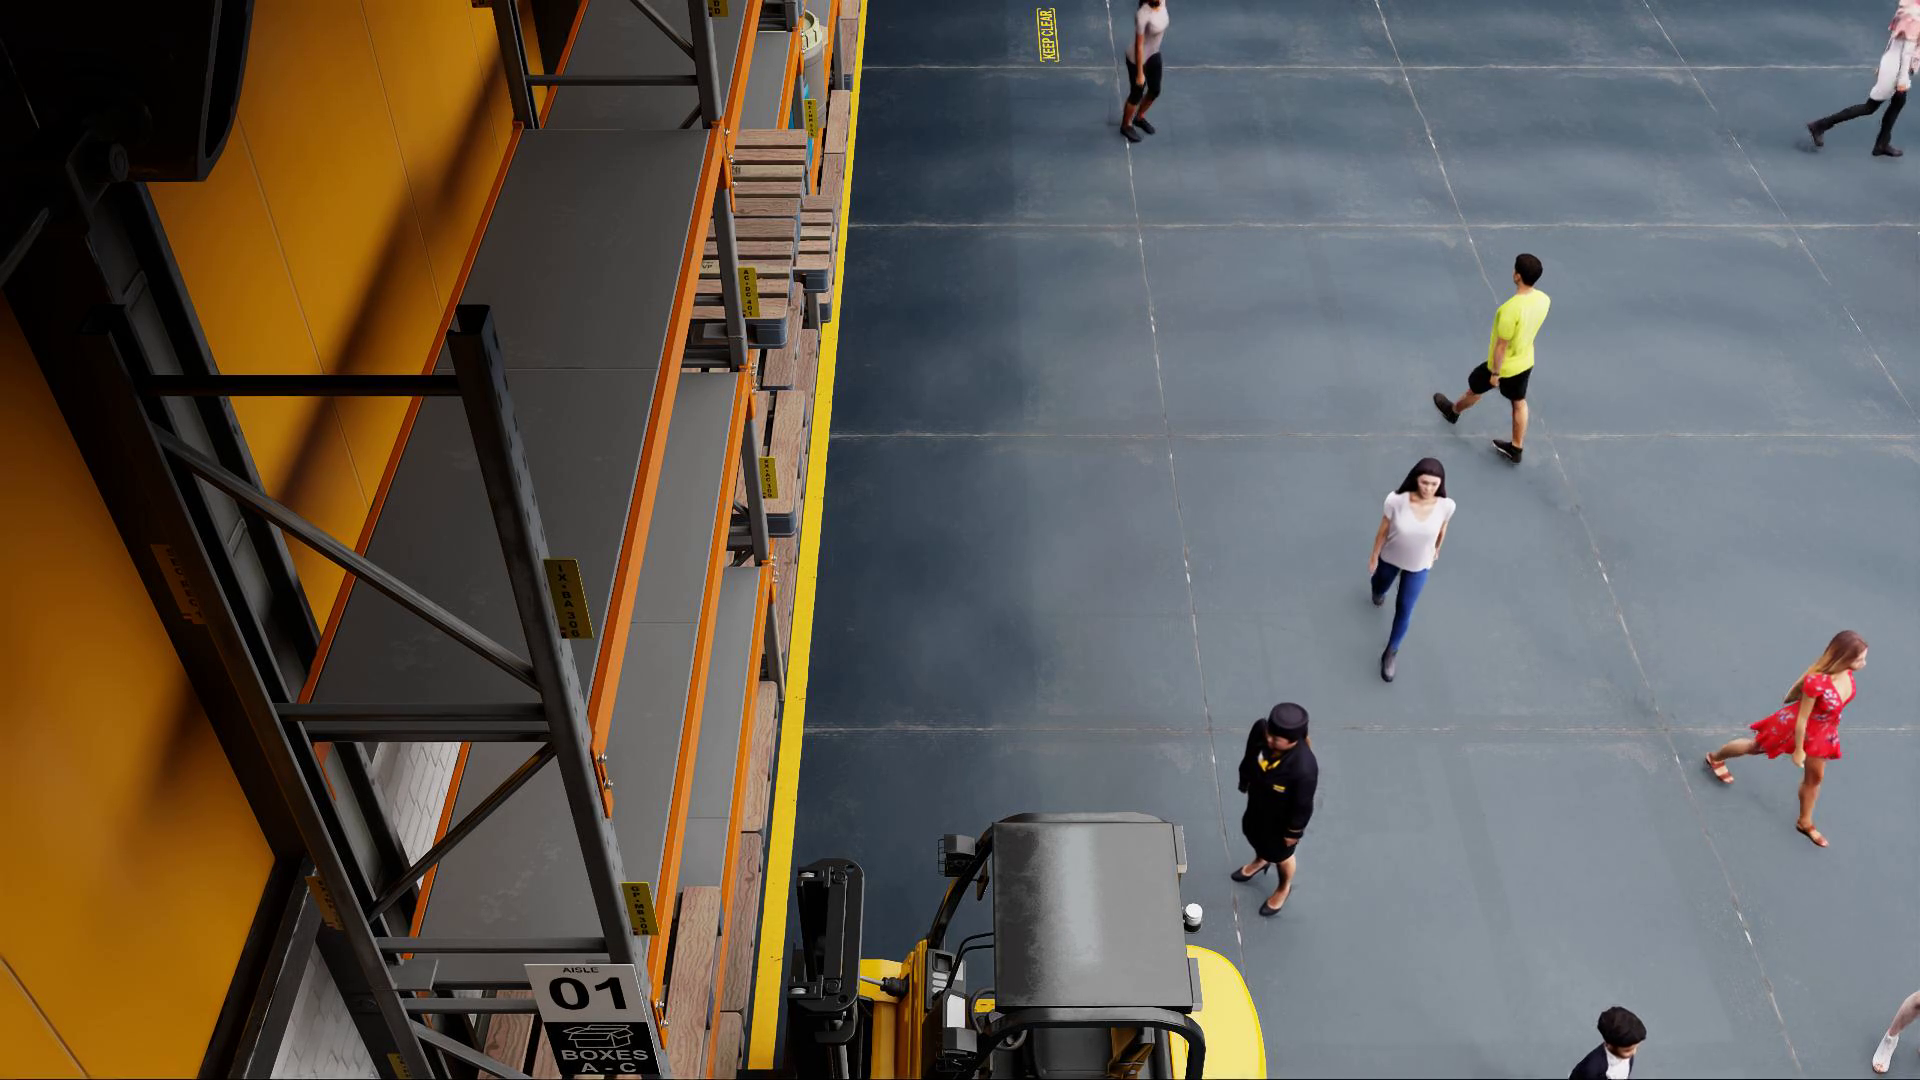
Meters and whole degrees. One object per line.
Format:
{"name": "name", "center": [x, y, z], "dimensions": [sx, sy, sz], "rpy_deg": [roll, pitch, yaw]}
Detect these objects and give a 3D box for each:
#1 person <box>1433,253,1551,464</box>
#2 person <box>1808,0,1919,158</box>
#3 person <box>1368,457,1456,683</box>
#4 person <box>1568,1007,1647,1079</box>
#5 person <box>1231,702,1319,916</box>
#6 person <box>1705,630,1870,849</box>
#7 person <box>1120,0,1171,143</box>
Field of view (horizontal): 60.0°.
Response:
{"name": "person", "center": [4.168, -1.304, 12.412], "dimensions": [0.980, 1.654, 1.184], "rpy_deg": [-21, 48, -21]}
{"name": "person", "center": [8.631, -4.391, 15.565], "dimensions": [0.987, 1.773, 1.171], "rpy_deg": [16, 46, 16]}
{"name": "person", "center": [2.908, 0.084, 10.951], "dimensions": [0.758, 1.659, 1.130], "rpy_deg": [7, 44, 8]}
{"name": "person", "center": [3.178, 2.751, 8.485], "dimensions": [0.741, 1.198, 0.900], "rpy_deg": [-22, 48, -21]}
{"name": "person", "center": [1.807, 1.510, 9.447], "dimensions": [0.868, 1.668, 0.748], "rpy_deg": [-20, 47, -20]}
{"name": "person", "center": [4.962, 1.080, 9.983], "dimensions": [0.920, 1.551, 1.153], "rpy_deg": [-22, 48, -21]}
{"name": "person", "center": [1.716, -4.576, 15.803], "dimensions": [0.839, 1.713, 0.776], "rpy_deg": [22, 48, 21]}
